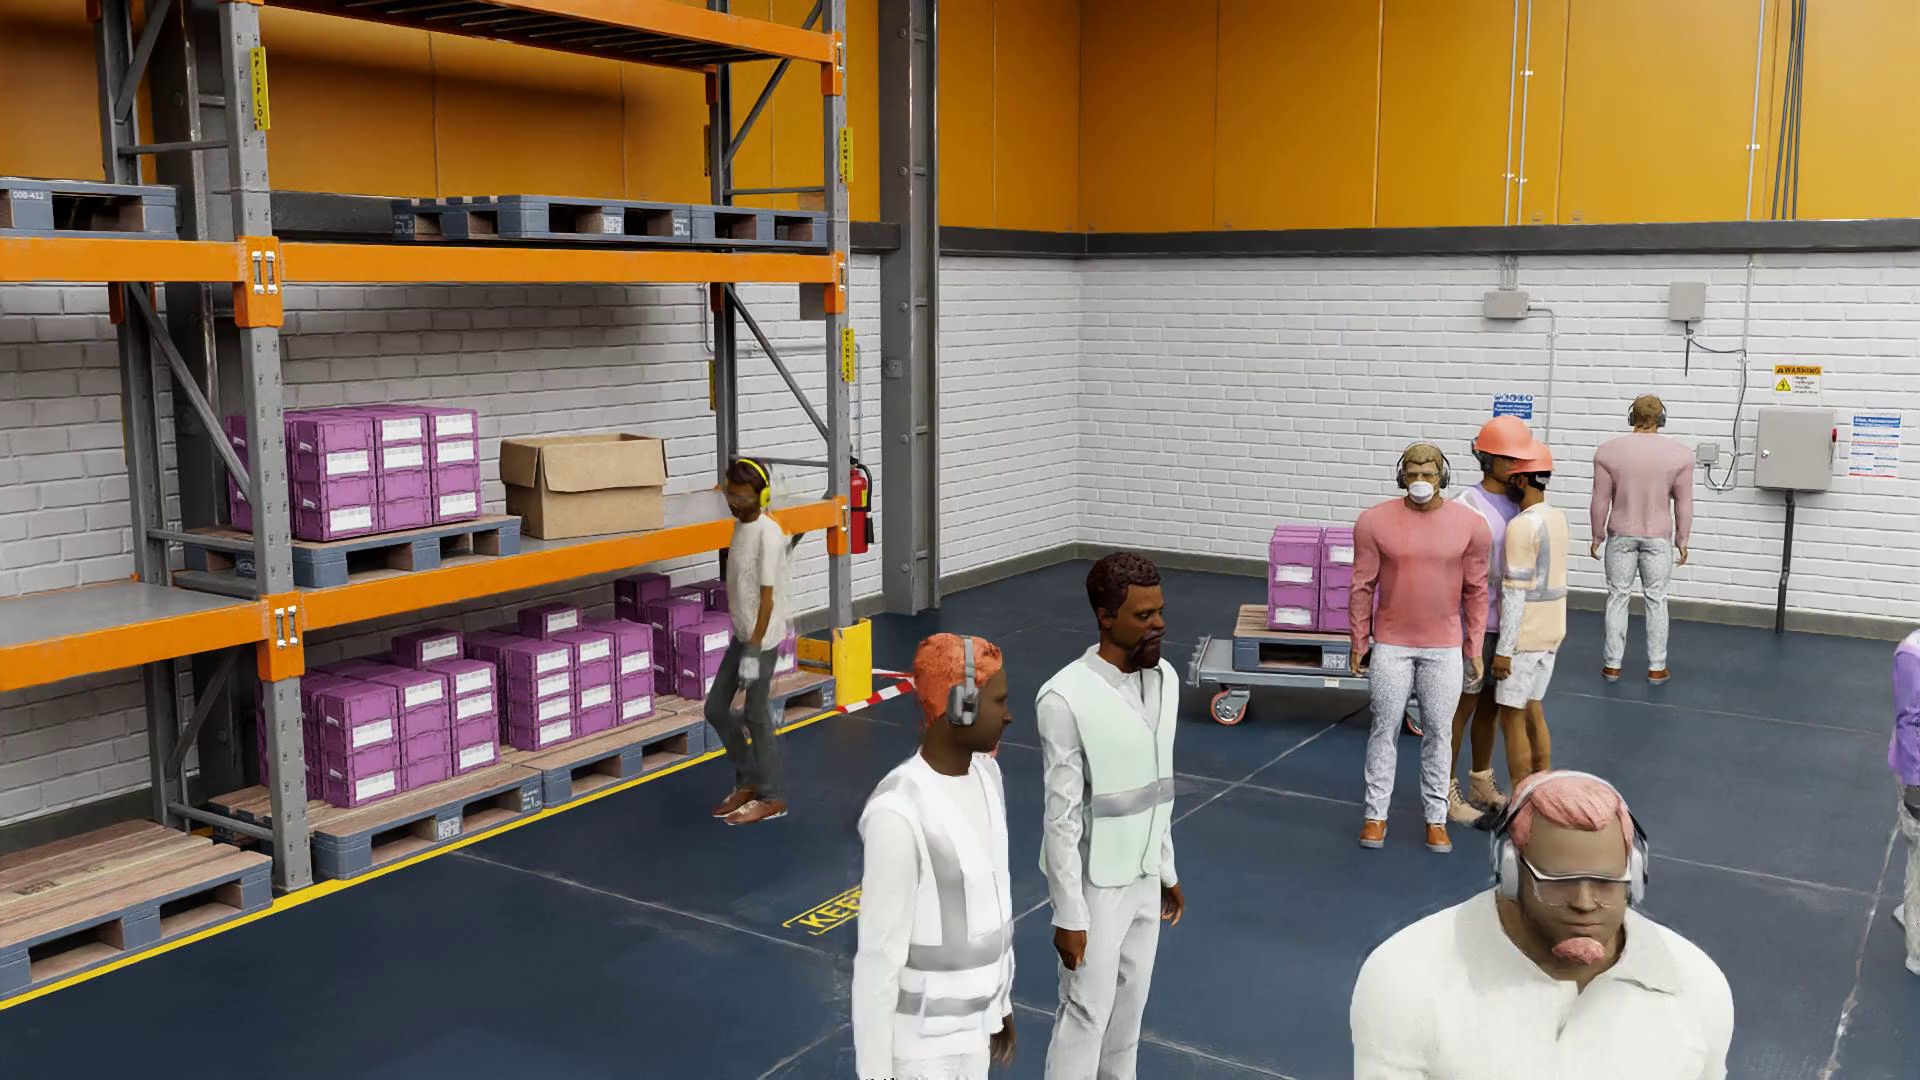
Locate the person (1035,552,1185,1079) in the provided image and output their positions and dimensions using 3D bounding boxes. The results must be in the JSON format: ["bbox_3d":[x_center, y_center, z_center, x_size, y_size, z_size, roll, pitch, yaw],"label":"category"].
[{"bbox_3d":[0.435,0.977,4.761,0.392,1.919,0.590,7,11,36],"label":"person"}]

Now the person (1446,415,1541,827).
[{"bbox_3d":[2.608,0.403,8.158,0.602,2.034,0.433,-7,11,-37],"label":"person"}]

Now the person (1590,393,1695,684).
[{"bbox_3d":[4.533,-0.006,11.091,0.635,1.936,0.353,4,9,22],"label":"person"}]

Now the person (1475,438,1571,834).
[{"bbox_3d":[2.735,0.462,8.101,0.390,1.922,0.555,7,11,38],"label":"person"}]

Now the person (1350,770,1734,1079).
[{"bbox_3d":[0.952,1.315,2.729,0.645,1.866,0.929,2,9,10],"label":"person"}]

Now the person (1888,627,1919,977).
[{"bbox_3d":[3.734,0.876,6.350,0.569,1.625,0.505,-4,10,-23],"label":"person"}]

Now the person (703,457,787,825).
[{"bbox_3d":[-1.046,0.509,8.069,0.460,1.834,0.551,-5,10,-29],"label":"person"}]

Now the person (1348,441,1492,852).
[{"bbox_3d":[2.141,0.499,7.801,0.638,1.938,0.356,2,9,13],"label":"person"}]

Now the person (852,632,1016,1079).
[{"bbox_3d":[-0.072,1.153,3.870,0.341,1.858,0.707,4,10,24],"label":"person"}]
